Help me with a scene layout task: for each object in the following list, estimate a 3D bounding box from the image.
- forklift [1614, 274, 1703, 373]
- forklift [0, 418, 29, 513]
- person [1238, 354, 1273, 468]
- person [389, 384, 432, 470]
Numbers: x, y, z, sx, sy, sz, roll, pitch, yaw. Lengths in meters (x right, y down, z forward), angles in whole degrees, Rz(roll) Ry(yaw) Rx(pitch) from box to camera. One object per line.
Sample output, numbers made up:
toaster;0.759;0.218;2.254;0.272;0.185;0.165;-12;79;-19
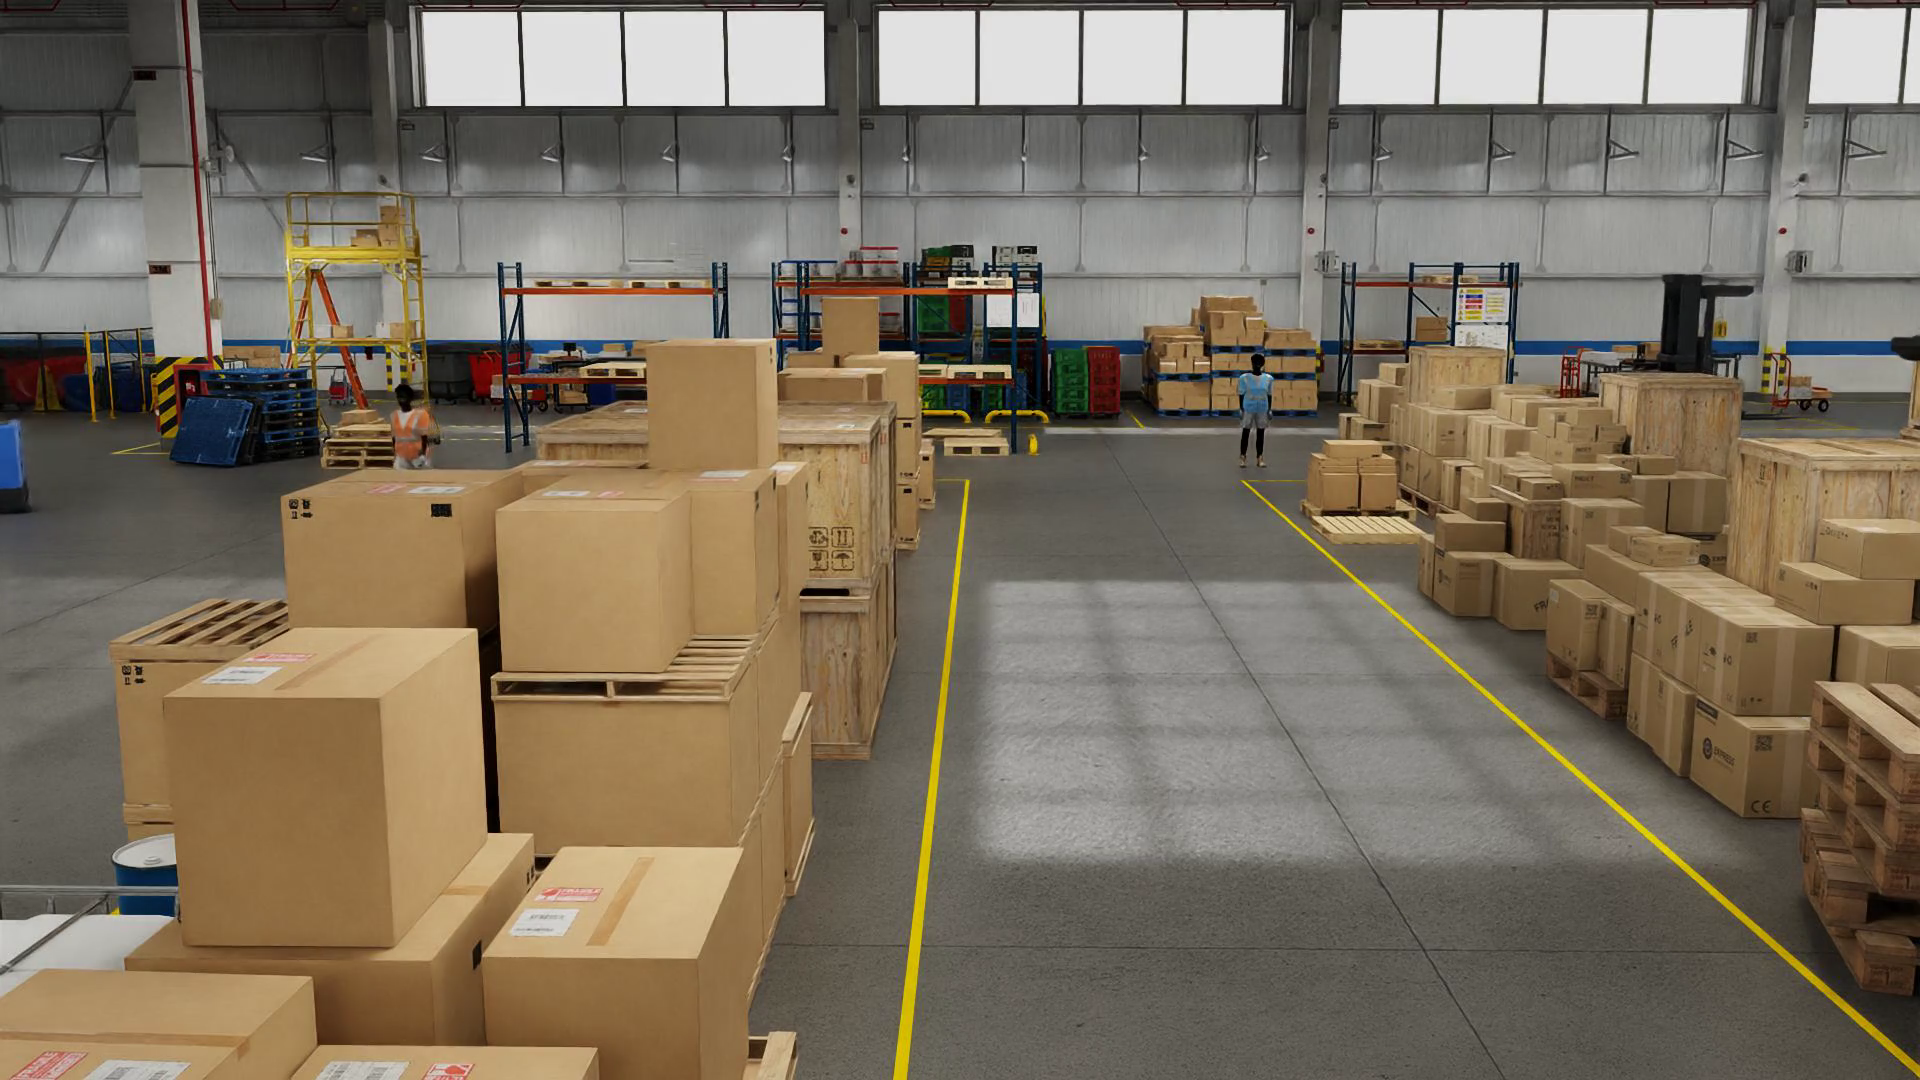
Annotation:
forklift;12.603;-3.276;29.257;1.873;2.768;1.129;0;9;1
forklift;-12.402;-1.724;19.963;1.873;2.768;1.129;-4;10;-25
person;4.371;-1.912;24.622;0.532;1.697;0.322;-1;9;-3
person;-6.301;-0.973;19.124;0.536;1.655;0.853;1;10;9
